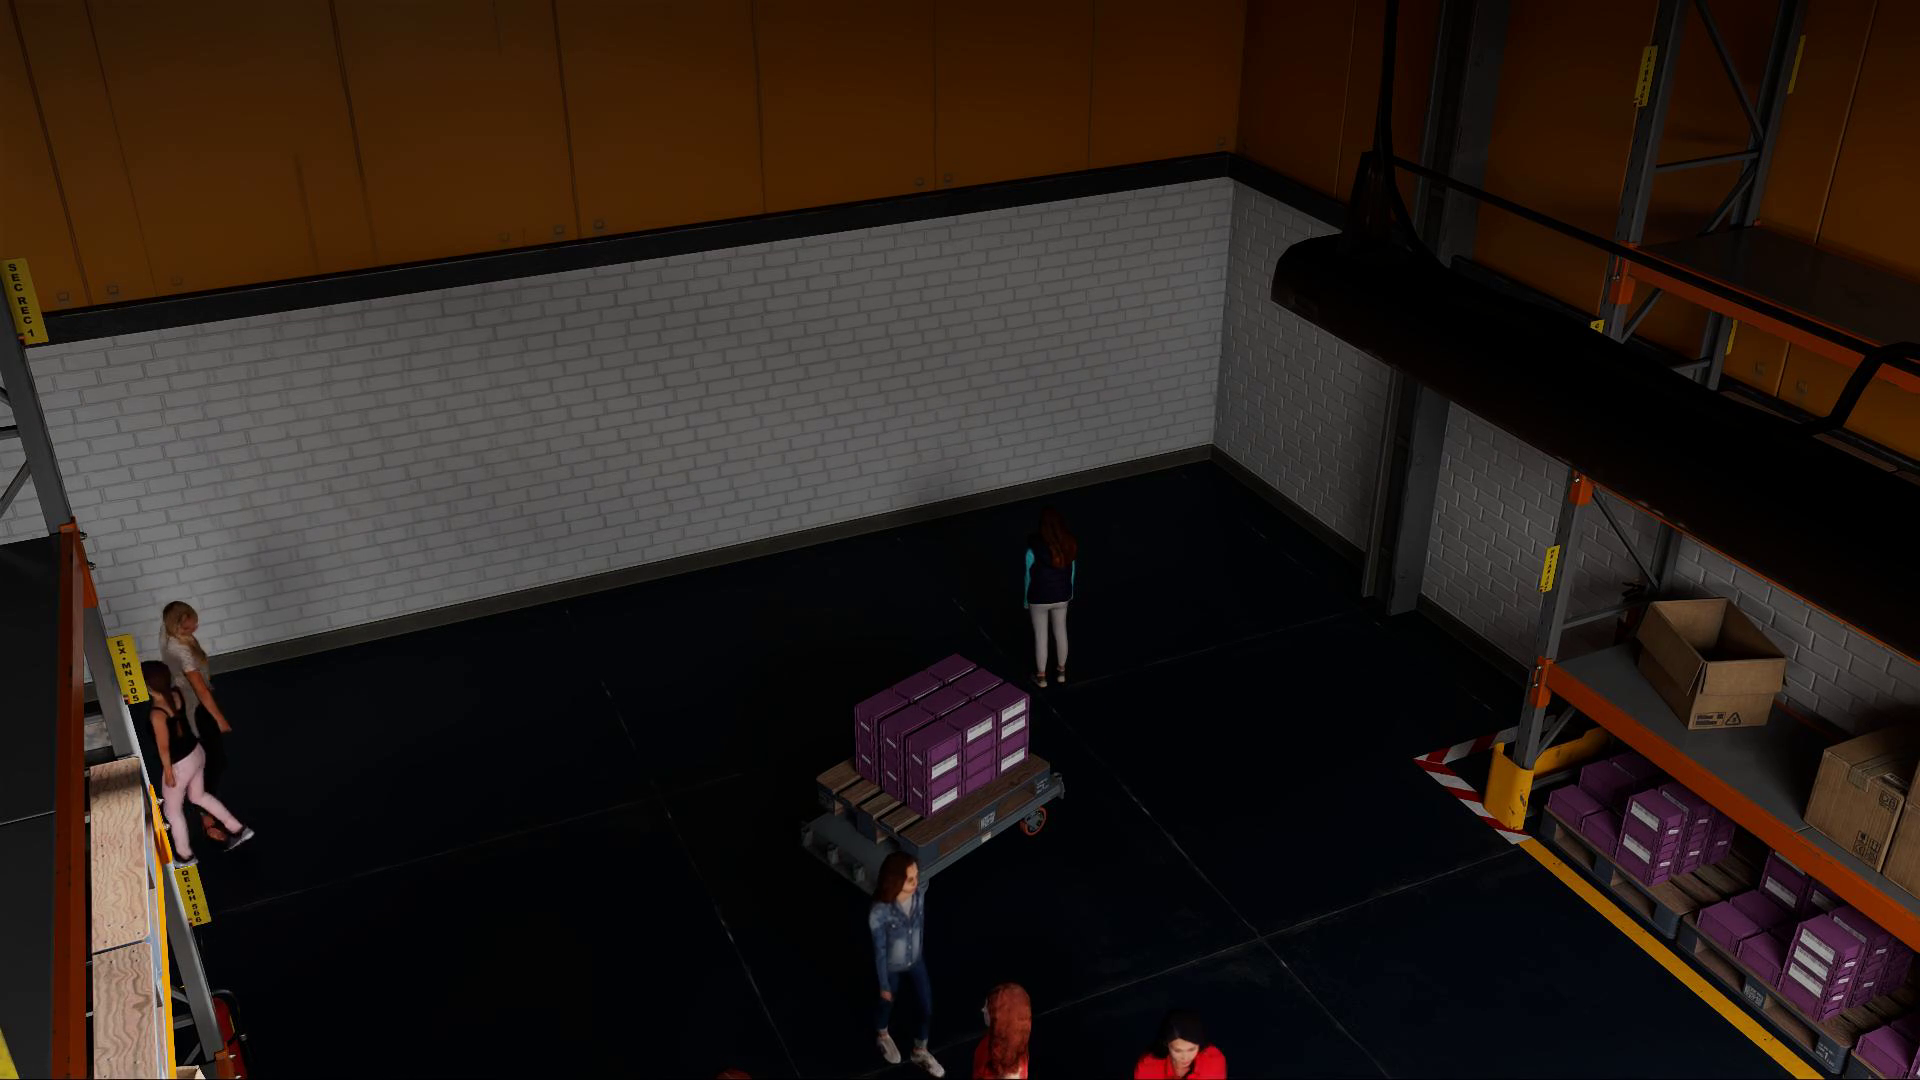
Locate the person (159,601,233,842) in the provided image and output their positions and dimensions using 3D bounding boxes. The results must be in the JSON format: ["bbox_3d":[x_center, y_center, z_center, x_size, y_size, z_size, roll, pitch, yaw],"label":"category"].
[{"bbox_3d":[-5.118,1.119,11.016,0.684,1.787,0.886,15,32,25],"label":"person"}]

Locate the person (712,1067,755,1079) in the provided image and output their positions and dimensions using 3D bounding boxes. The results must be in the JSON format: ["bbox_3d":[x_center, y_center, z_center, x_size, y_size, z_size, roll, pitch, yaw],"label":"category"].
[{"bbox_3d":[-0.969,3.051,7.474,0.690,1.787,0.666,17,33,28],"label":"person"}]

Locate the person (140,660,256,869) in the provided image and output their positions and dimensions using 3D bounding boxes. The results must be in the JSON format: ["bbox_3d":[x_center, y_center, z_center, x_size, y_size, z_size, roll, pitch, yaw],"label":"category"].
[{"bbox_3d":[-4.950,1.422,10.706,0.823,1.552,0.843,2,29,3],"label":"person"}]

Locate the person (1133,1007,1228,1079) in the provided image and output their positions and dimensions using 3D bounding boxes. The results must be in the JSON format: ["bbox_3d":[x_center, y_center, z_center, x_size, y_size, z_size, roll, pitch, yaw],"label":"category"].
[{"bbox_3d":[1.007,2.805,8.010,0.706,1.705,0.847,-7,29,-13],"label":"person"}]

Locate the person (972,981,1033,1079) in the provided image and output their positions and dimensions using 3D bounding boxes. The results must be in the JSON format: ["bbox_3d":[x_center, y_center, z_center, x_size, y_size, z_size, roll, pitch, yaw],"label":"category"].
[{"bbox_3d":[0.217,2.797,7.897,0.712,1.828,0.570,-1,29,-2],"label":"person"}]

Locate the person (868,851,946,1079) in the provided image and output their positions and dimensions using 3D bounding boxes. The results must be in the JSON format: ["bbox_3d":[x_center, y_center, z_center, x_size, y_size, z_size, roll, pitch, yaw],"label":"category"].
[{"bbox_3d":[-0.396,2.295,9.201,0.666,1.460,0.783,-20,34,-32],"label":"person"}]

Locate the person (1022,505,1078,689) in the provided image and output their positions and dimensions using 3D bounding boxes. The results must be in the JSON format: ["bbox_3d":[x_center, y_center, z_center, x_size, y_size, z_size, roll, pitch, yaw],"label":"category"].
[{"bbox_3d":[0.676,0.418,12.603,0.596,1.499,0.600,-9,30,-17],"label":"person"}]
